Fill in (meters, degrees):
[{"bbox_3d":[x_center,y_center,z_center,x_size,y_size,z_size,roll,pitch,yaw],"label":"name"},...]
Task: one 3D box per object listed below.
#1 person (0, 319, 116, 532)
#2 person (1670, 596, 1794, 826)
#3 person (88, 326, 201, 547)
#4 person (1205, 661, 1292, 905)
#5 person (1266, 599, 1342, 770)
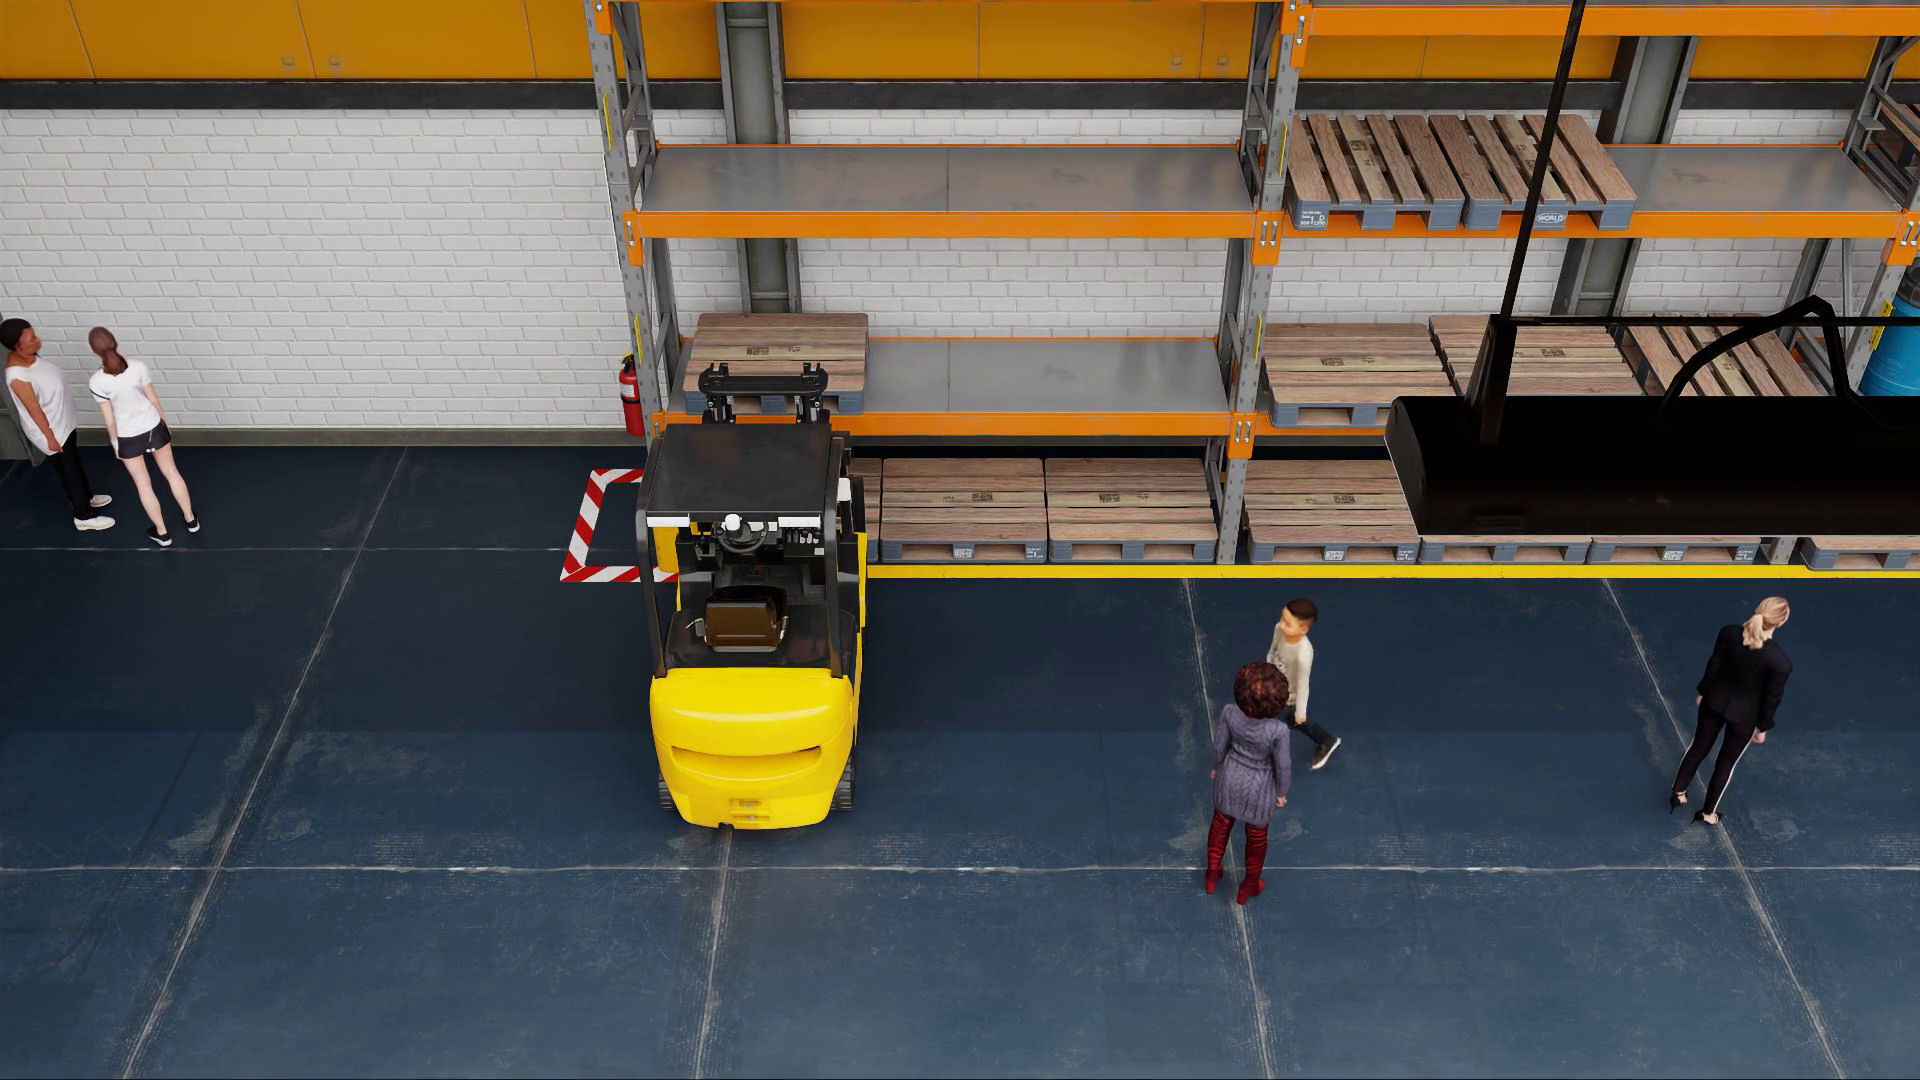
[{"bbox_3d":[-6.508,-0.845,11.942,0.742,1.690,0.743,-15,41,-18],"label":"person"},{"bbox_3d":[4.456,0.996,9.624,0.735,1.706,0.702,-26,46,-29],"label":"person"},{"bbox_3d":[-5.803,-0.743,11.763,0.675,1.753,0.736,-31,48,-33],"label":"person"},{"bbox_3d":[1.579,1.349,9.178,0.611,1.710,0.729,20,43,23],"label":"person"},{"bbox_3d":[2.030,0.915,9.941,1.013,1.435,0.684,-7,39,-9],"label":"person"}]
